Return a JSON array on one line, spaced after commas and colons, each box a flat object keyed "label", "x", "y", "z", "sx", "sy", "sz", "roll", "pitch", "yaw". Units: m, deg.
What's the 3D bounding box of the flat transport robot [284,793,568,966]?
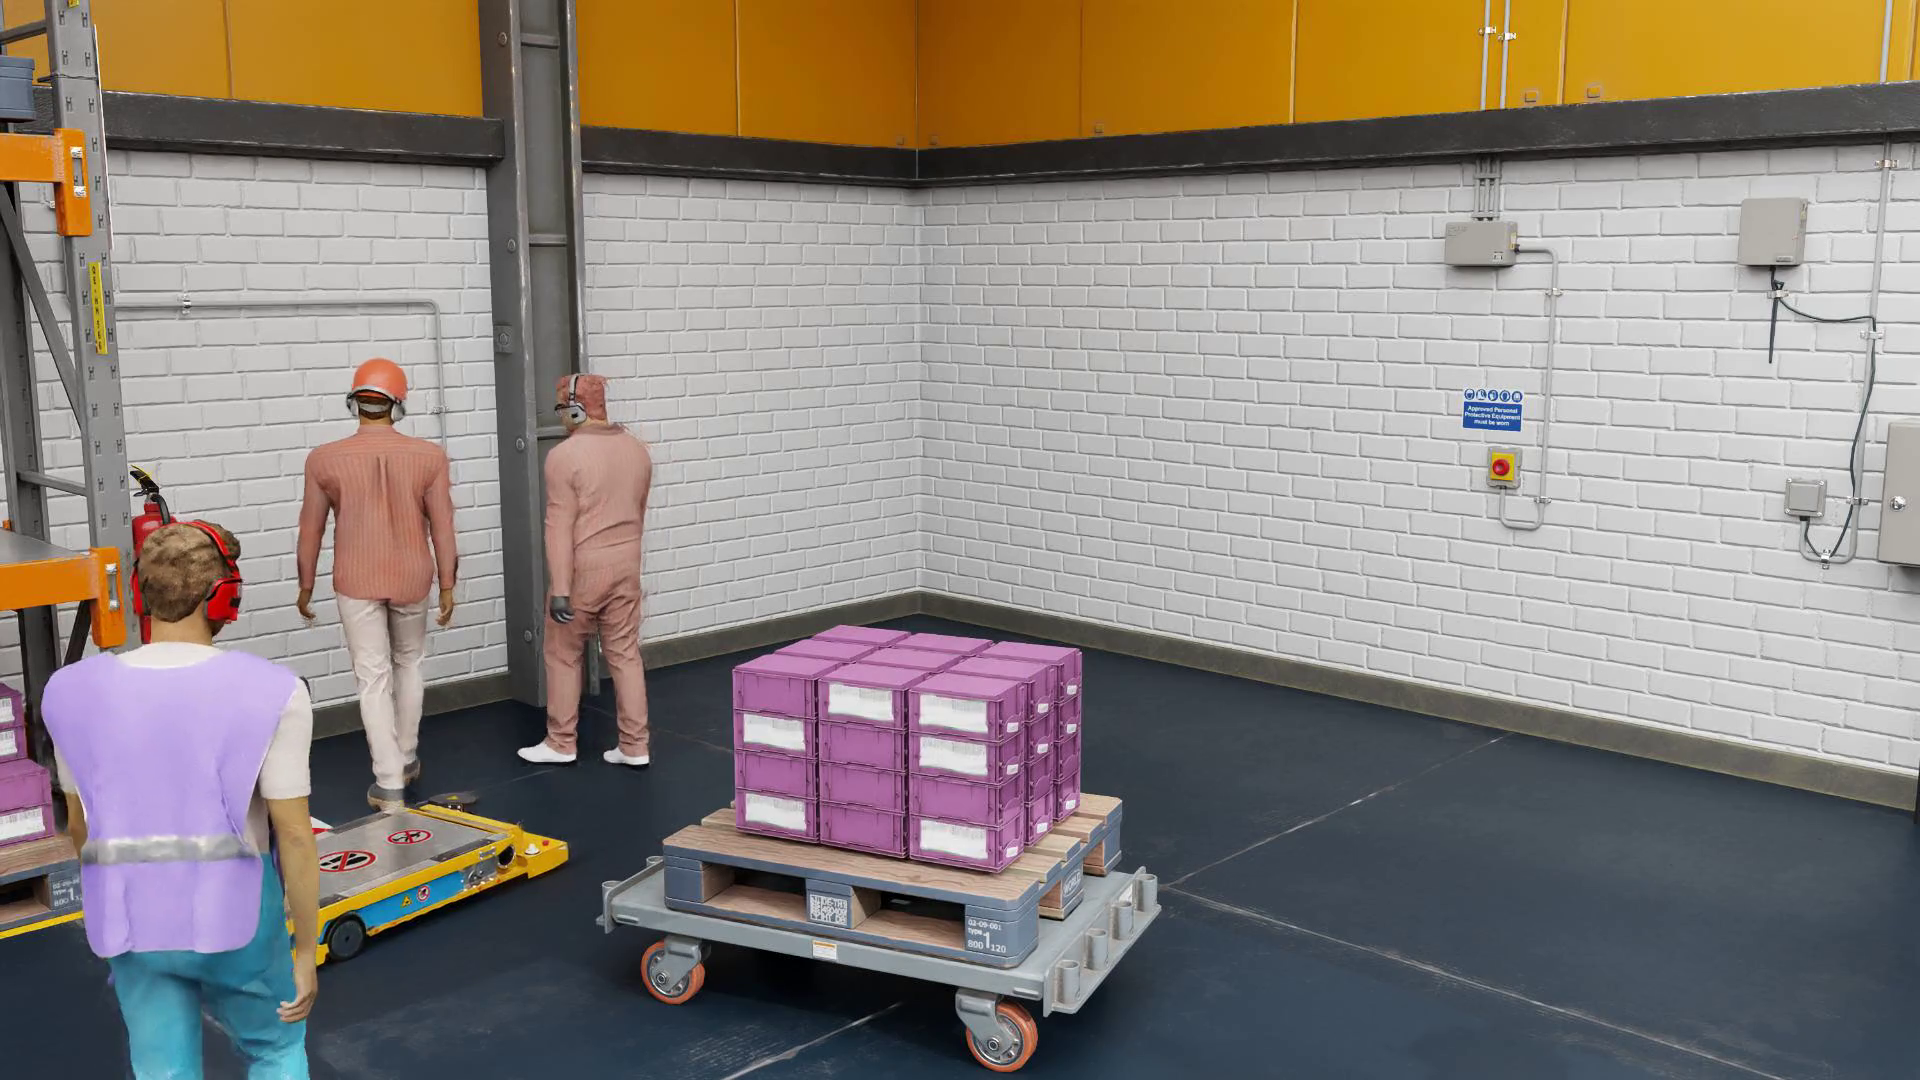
[{"label": "flat transport robot", "x": -2.193, "y": 1.243, "z": 6.104, "sx": 0.652, "sy": 0.197, "sz": 1.431, "roll": 6, "pitch": 11, "yaw": 31}]

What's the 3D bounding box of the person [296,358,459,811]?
[{"label": "person", "x": -2.586, "y": 0.186, "z": 7.371, "sx": 0.650, "sy": 1.968, "sz": 0.665, "roll": -5, "pitch": 11, "yaw": -29}]

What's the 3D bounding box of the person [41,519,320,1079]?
[{"label": "person", "x": -1.689, "y": 0.861, "z": 3.726, "sx": 0.557, "sy": 1.819, "sz": 0.584, "roll": -2, "pitch": 9, "yaw": -9}]

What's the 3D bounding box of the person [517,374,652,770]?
[{"label": "person", "x": -1.765, "y": 0.159, "z": 7.831, "sx": 0.626, "sy": 1.879, "sz": 0.690, "roll": 6, "pitch": 11, "yaw": 34}]
